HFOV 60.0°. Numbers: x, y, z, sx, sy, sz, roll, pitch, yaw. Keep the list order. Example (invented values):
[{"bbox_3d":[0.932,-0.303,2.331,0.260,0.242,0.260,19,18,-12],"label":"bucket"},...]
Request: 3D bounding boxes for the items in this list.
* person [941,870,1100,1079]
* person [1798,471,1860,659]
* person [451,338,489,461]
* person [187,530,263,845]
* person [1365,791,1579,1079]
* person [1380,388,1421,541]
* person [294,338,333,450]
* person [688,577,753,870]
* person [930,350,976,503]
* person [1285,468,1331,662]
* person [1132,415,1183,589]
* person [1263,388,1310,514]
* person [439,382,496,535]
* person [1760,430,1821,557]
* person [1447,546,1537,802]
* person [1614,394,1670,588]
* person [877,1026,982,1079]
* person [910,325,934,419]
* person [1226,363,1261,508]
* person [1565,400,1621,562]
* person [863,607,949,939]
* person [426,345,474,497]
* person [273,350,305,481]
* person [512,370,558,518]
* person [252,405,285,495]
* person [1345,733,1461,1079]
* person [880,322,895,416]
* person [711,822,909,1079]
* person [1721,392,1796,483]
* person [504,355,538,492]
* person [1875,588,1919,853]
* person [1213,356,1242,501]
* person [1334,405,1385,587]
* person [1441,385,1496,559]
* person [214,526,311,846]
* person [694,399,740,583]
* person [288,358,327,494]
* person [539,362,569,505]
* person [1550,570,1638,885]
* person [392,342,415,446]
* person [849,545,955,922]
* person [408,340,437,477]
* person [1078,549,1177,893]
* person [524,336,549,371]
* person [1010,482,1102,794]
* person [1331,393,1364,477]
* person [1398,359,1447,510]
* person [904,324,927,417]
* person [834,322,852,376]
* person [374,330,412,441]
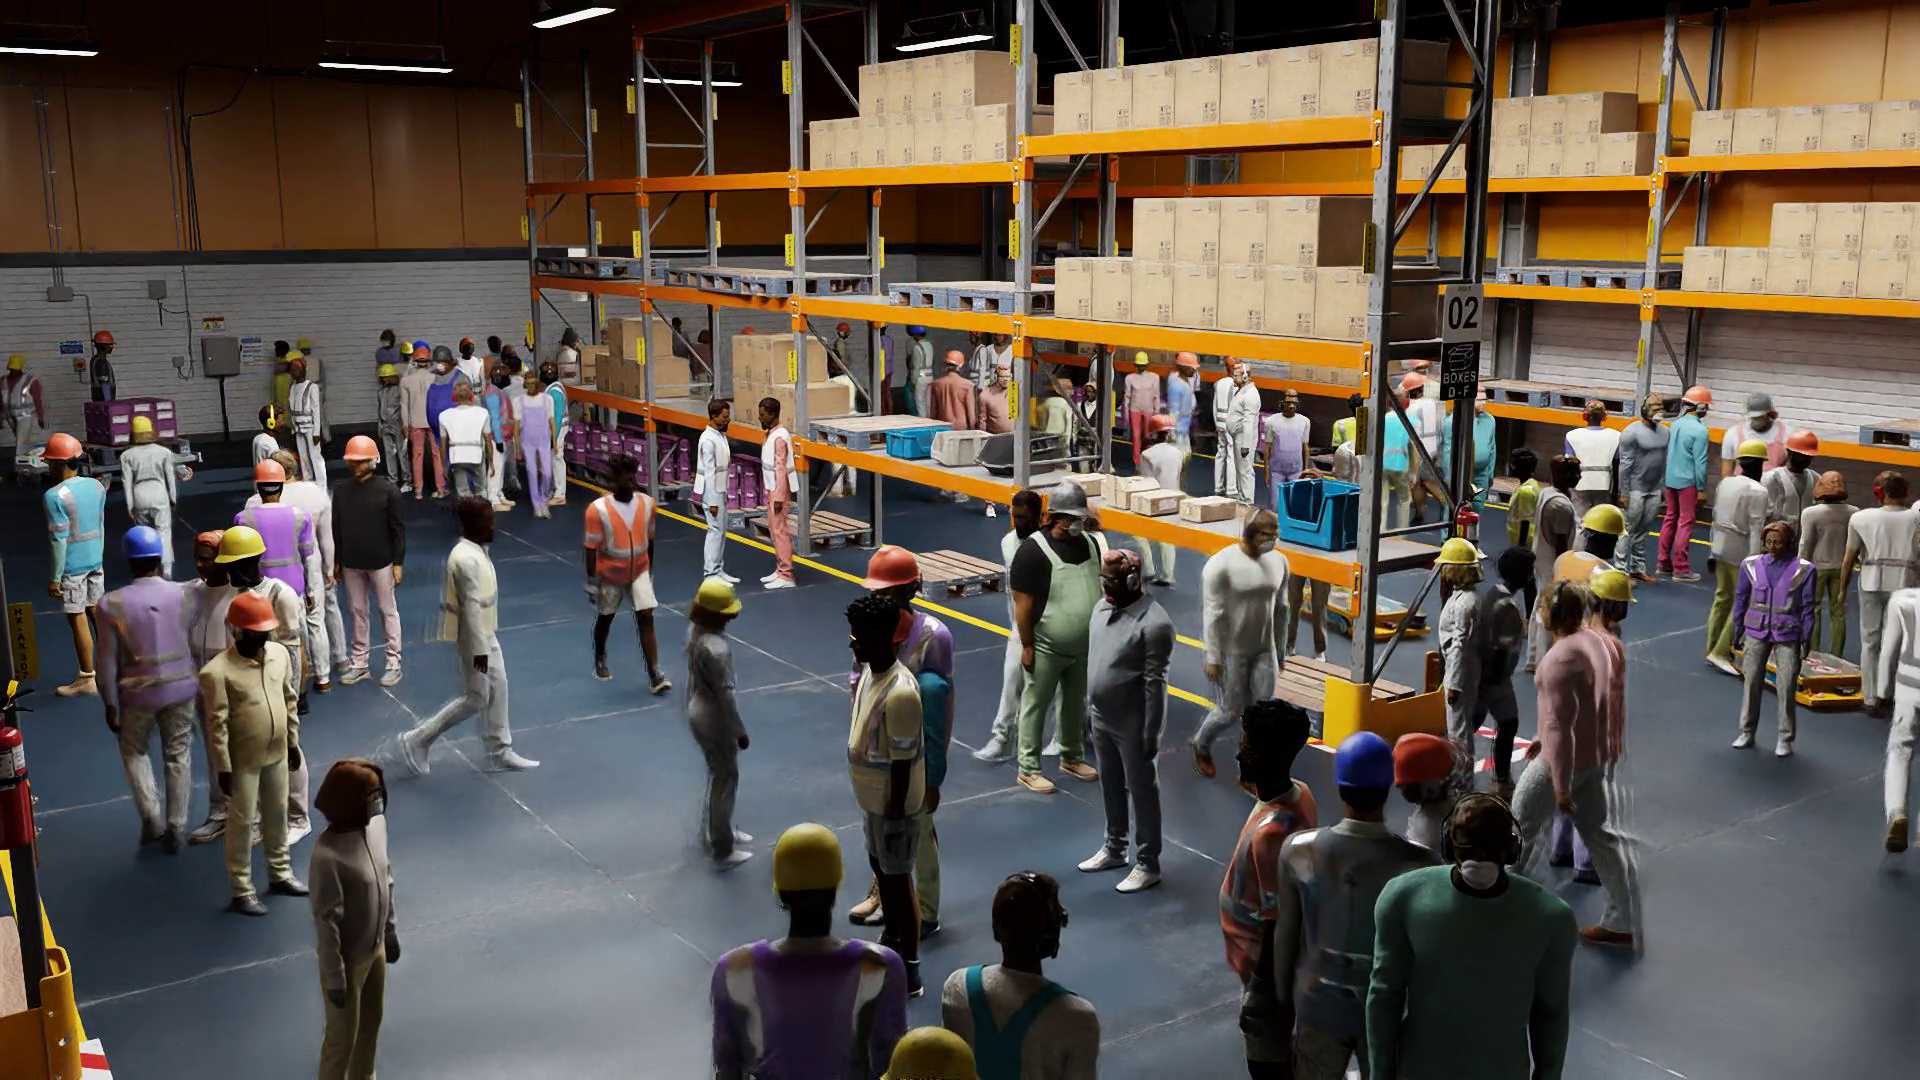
[{"bbox_3d":[0.179,1.854,4.867,0.505,1.845,0.345,6,13,29],"label":"person"},{"bbox_3d":[7.089,0.248,13.629,0.507,1.631,0.270,-1,11,-4],"label":"person"},{"bbox_3d":[-7.388,-2.106,25.051,0.352,1.878,0.587,10,15,41],"label":"person"},{"bbox_3d":[-4.333,0.871,9.802,0.575,1.882,0.355,3,11,14],"label":"person"},{"bbox_3d":[1.603,1.724,5.291,0.627,1.941,0.370,3,11,13],"label":"person"},{"bbox_3d":[4.797,-0.771,18.364,0.583,1.812,0.775,5,12,26],"label":"person"},{"bbox_3d":[-10.290,-2.301,26.328,0.948,1.780,0.608,9,14,40],"label":"person"},{"bbox_3d":[-1.356,1.017,9.503,0.410,1.708,0.615,-5,12,-24],"label":"person"},{"bbox_3d":[-0.109,-1.445,21.413,0.642,1.981,0.547,6,13,28],"label":"person"},{"bbox_3d":[2.890,0.212,13.796,0.522,1.639,0.305,4,12,18],"label":"person"},{"bbox_3d":[1.952,-0.382,16.577,0.595,1.731,0.512,-8,14,-36],"label":"person"},{"bbox_3d":[3.572,-0.750,18.230,0.502,1.837,0.350,0,11,-2],"label":"person"},{"bbox_3d":[-5.602,-0.885,18.929,0.611,1.821,0.616,-2,11,-12],"label":"person"},{"bbox_3d":[6.994,0.025,14.023,0.544,1.929,0.387,-2,11,-8],"label":"person"},{"bbox_3d":[3.360,0.838,10.540,0.604,1.659,0.547,1,11,5],"label":"person"},{"bbox_3d":[6.837,-0.496,16.655,0.628,1.939,0.375,-6,12,-27],"label":"person"},{"bbox_3d":[-0.052,2.041,4.177,0.311,1.743,0.500,-2,11,-11],"label":"person"},{"bbox_3d":[-0.645,-2.656,27.685,0.404,1.945,0.614,5,12,24],"label":"person"},{"bbox_3d":[3.470,-1.226,20.495,0.399,1.900,0.644,0,11,-1],"label":"person"},{"bbox_3d":[6.410,-0.499,16.904,0.565,1.845,0.384,1,11,5],"label":"person"},{"bbox_3d":[-0.314,1.185,8.559,0.574,1.740,0.348,10,15,42],"label":"person"},{"bbox_3d":[-6.731,-1.550,21.787,0.689,2.000,0.537,3,11,14],"label":"person"},{"bbox_3d":[-8.996,-1.610,22.438,0.695,1.899,0.441,7,13,31],"label":"person"},{"bbox_3d":[-5.177,-1.155,20.304,0.516,1.822,0.629,-3,12,-16],"label":"person"},{"bbox_3d":[-6.787,-0.413,16.459,0.344,1.856,0.525,-9,14,-38],"label":"person"},{"bbox_3d":[1.834,1.570,6.661,0.591,1.699,0.845,-9,14,-39],"label":"person"},{"bbox_3d":[-1.373,-2.951,29.279,0.384,1.921,0.587,6,13,28],"label":"person"},{"bbox_3d":[-0.448,1.792,5.028,0.590,1.912,0.460,-1,11,-3],"label":"person"},{"bbox_3d":[7.813,-0.473,16.272,0.719,2.000,0.732,6,13,29],"label":"person"},{"bbox_3d":[-5.933,-1.566,22.405,0.522,1.839,0.780,-3,11,-14],"label":"person"},{"bbox_3d":[5.589,0.925,9.569,0.576,1.867,0.685,7,13,34],"label":"person"},{"bbox_3d":[3.522,-1.452,21.687,0.337,1.882,0.584,-6,12,-27],"label":"person"},{"bbox_3d":[3.747,-0.298,15.604,0.599,1.958,0.377,-7,13,-32],"label":"person"},{"bbox_3d":[5.498,-0.718,17.906,0.650,1.899,0.400,-4,12,-18],"label":"person"},{"bbox_3d":[-4.124,0.856,9.794,0.587,1.918,0.398,5,12,23],"label":"person"},{"bbox_3d":[-2.440,-0.457,16.543,0.396,1.908,0.600,0,11,1],"label":"person"},{"bbox_3d":[-8.483,-1.425,21.581,0.574,1.876,0.355,7,13,33],"label":"person"},{"bbox_3d":[-5.251,-1.371,21.383,0.429,1.844,0.627,-4,12,-20],"label":"person"},{"bbox_3d":[3.555,1.031,9.285,0.326,1.765,0.533,-1,11,-7],"label":"person"},{"bbox_3d":[-8.540,-2.196,25.822,0.518,1.756,0.348,-5,12,-23],"label":"person"},{"bbox_3d":[-0.323,1.028,8.584,0.610,2.042,0.396,7,13,33],"label":"person"},{"bbox_3d":[-7.571,-1.863,23.630,0.393,1.946,0.602,7,13,31],"label":"person"},{"bbox_3d":[0.891,0.982,9.198,0.403,1.902,0.639,-7,13,-33],"label":"person"},{"bbox_3d":[-7.055,-2.540,27.615,0.338,1.742,0.563,4,12,20],"label":"person"},{"bbox_3d":[0.674,0.612,10.721,0.687,2.000,0.536,-9,14,-37],"label":"person"},{"bbox_3d":[4.504,-0.832,18.990,0.536,1.696,0.322,2,11,11],"label":"person"},{"bbox_3d":[5.850,-1.380,21.105,0.641,1.959,0.710,3,12,16],"label":"person"},{"bbox_3d":[-0.796,-3.030,29.926,0.549,1.816,0.598,-7,13,-33],"label":"person"},{"bbox_3d":[-2.147,-3.121,30.560,0.343,1.749,0.571,-2,11,-10],"label":"person"},{"bbox_3d":[-9.139,-2.452,26.817,0.714,1.861,1.048,4,12,22],"label":"person"}]
